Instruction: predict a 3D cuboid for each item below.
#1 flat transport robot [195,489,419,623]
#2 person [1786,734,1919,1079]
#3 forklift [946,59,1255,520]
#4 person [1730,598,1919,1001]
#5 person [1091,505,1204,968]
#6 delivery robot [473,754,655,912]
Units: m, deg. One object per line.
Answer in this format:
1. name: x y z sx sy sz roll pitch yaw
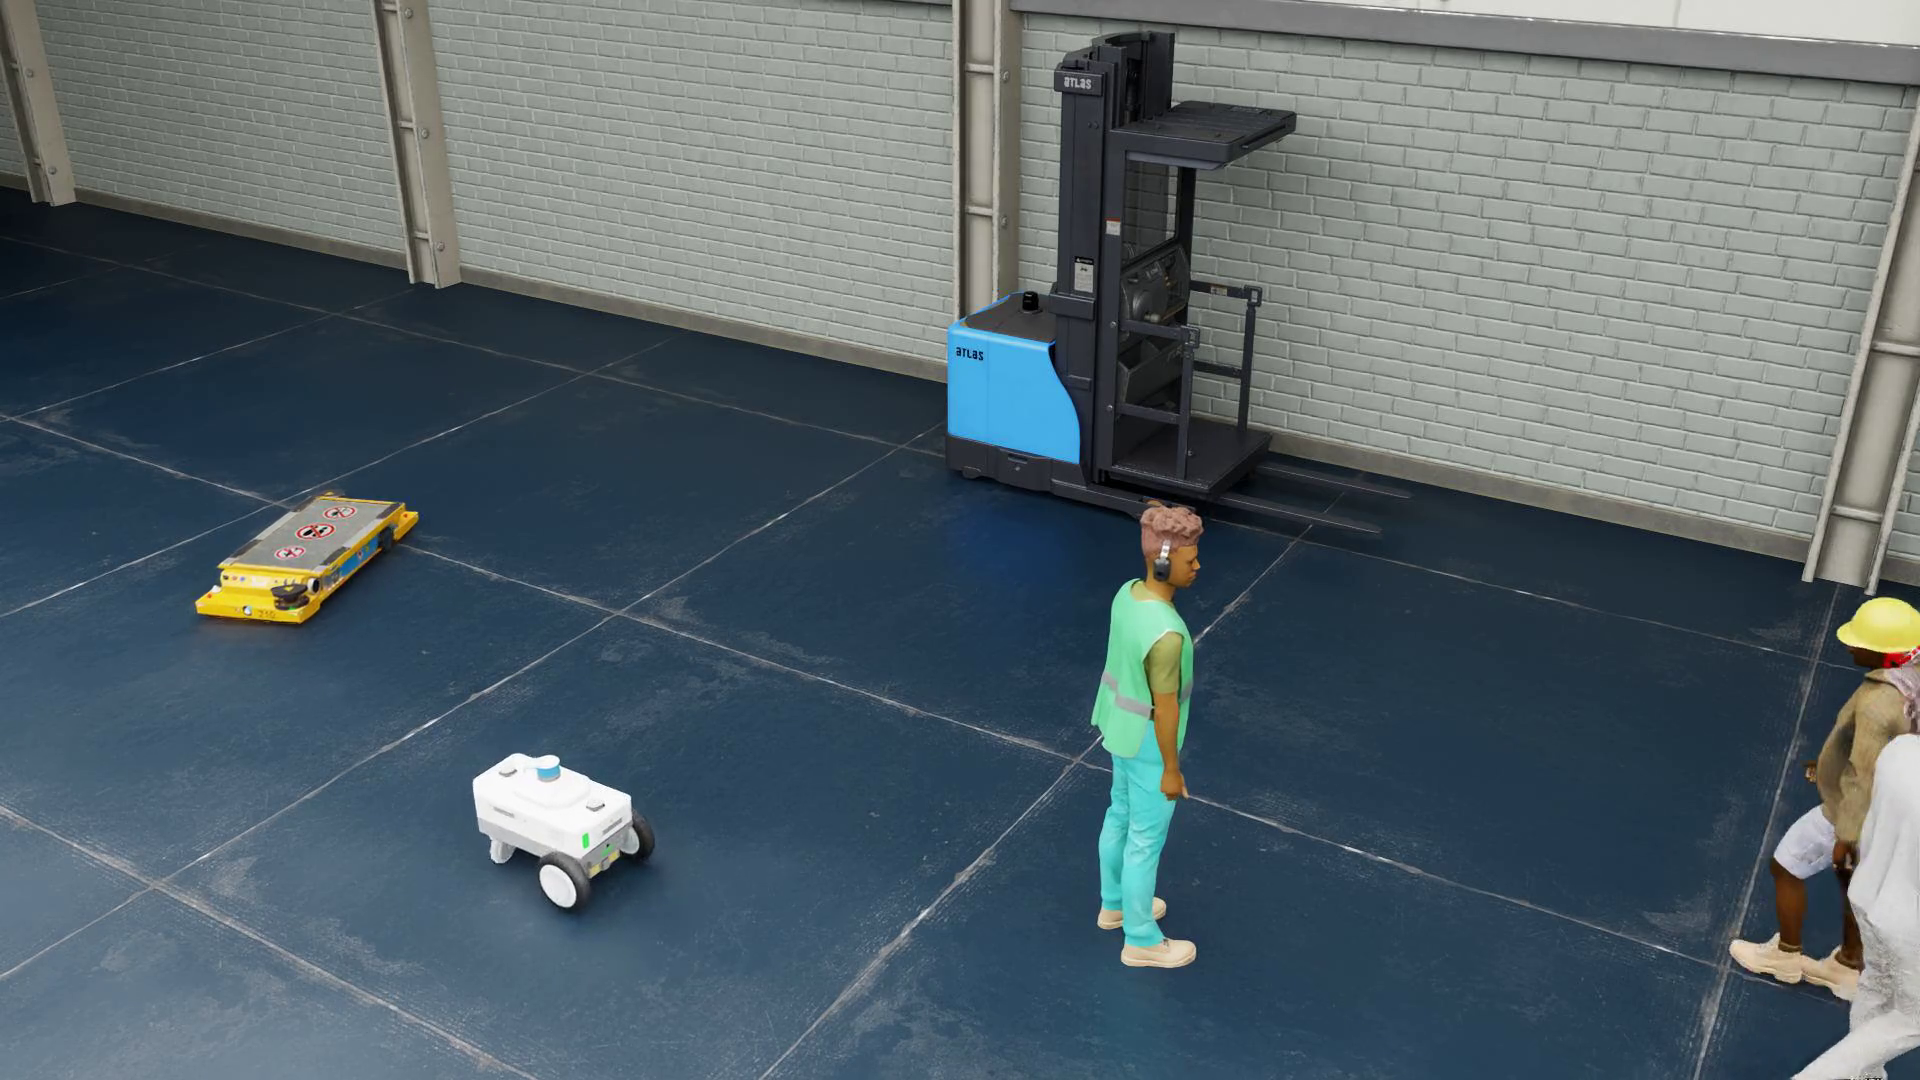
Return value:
1. flat transport robot: -3.928 0.080 10.090 0.659 0.231 1.431 5 26 9
2. person: 3.240 1.268 5.713 0.563 1.871 0.585 -3 25 -6
3. forklift: 0.933 -1.707 10.833 1.873 2.768 1.129 15 29 28
4. person: 3.377 0.997 6.404 0.565 1.742 0.558 -20 32 -36
5. person: 0.735 0.786 6.601 0.411 1.978 0.483 -6 26 -12
6. delivery robot: -1.767 1.223 7.328 0.742 0.587 0.525 14 29 28
